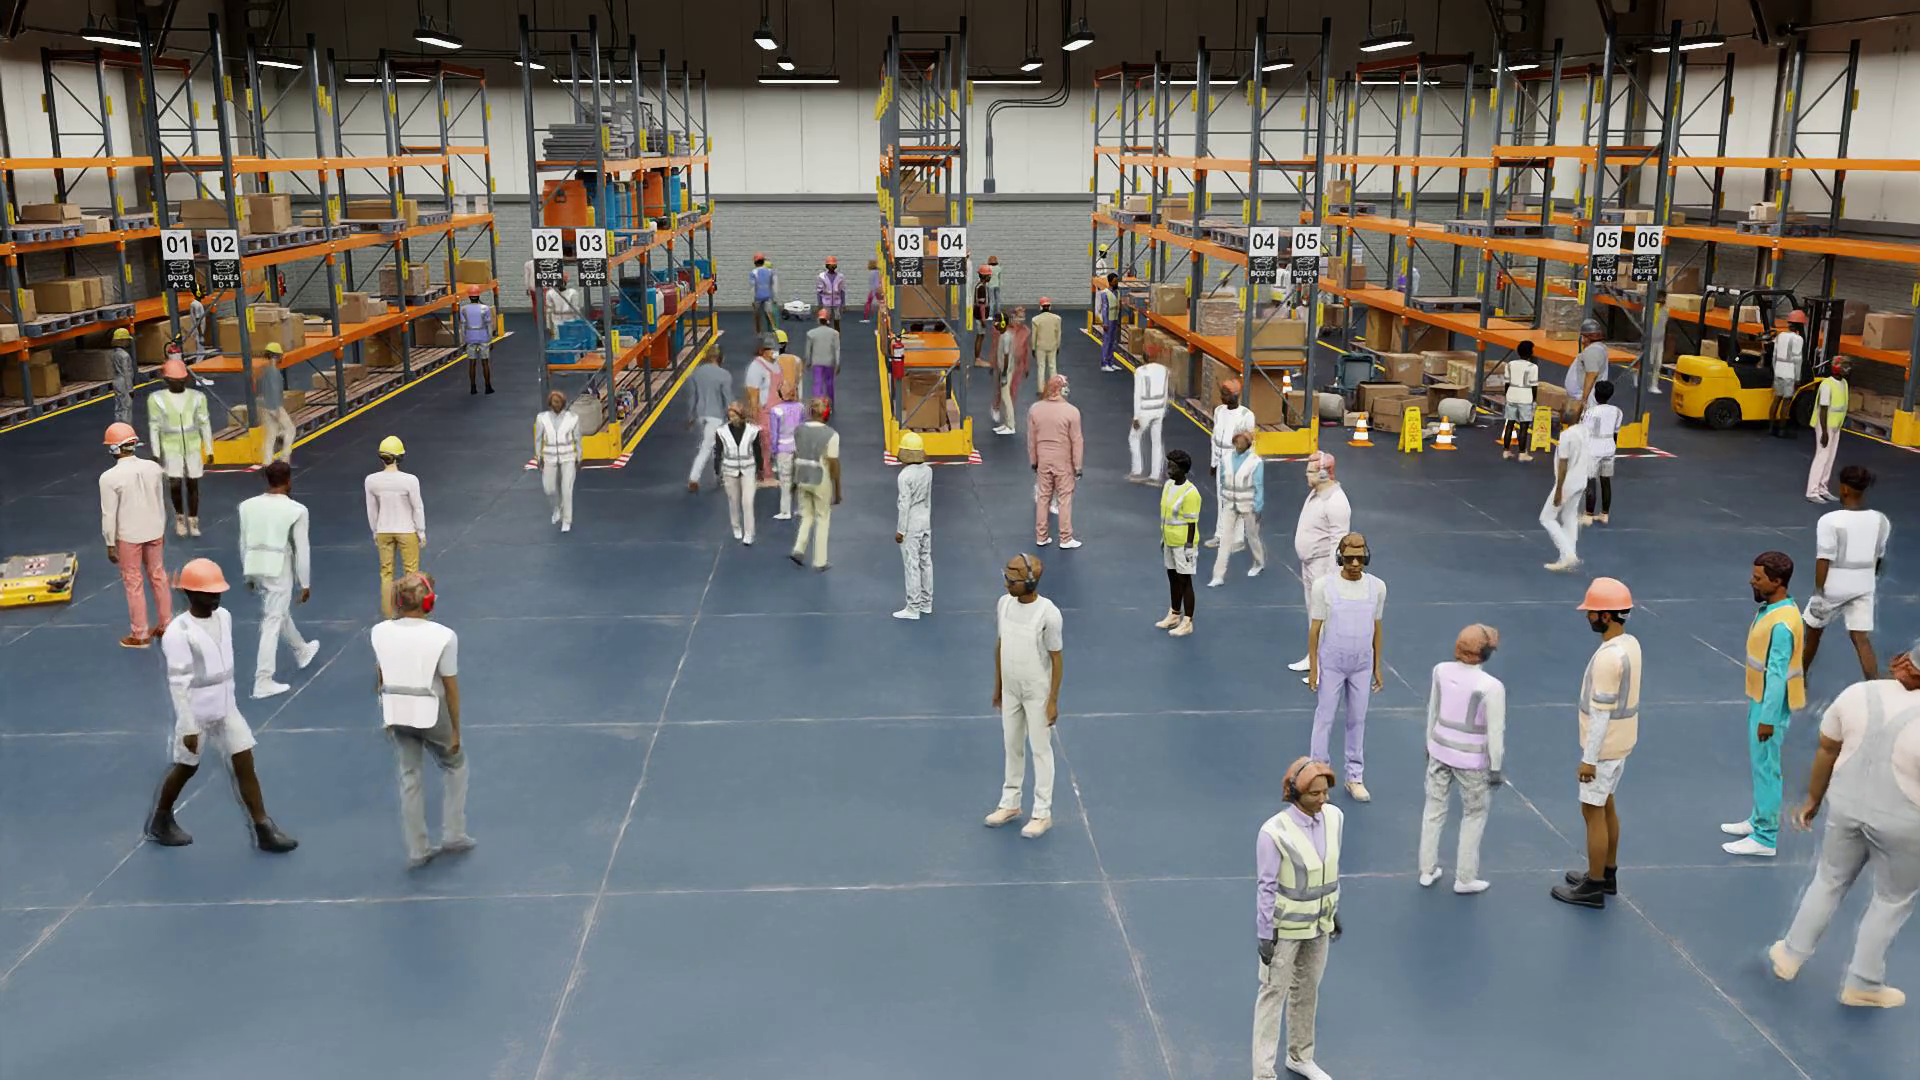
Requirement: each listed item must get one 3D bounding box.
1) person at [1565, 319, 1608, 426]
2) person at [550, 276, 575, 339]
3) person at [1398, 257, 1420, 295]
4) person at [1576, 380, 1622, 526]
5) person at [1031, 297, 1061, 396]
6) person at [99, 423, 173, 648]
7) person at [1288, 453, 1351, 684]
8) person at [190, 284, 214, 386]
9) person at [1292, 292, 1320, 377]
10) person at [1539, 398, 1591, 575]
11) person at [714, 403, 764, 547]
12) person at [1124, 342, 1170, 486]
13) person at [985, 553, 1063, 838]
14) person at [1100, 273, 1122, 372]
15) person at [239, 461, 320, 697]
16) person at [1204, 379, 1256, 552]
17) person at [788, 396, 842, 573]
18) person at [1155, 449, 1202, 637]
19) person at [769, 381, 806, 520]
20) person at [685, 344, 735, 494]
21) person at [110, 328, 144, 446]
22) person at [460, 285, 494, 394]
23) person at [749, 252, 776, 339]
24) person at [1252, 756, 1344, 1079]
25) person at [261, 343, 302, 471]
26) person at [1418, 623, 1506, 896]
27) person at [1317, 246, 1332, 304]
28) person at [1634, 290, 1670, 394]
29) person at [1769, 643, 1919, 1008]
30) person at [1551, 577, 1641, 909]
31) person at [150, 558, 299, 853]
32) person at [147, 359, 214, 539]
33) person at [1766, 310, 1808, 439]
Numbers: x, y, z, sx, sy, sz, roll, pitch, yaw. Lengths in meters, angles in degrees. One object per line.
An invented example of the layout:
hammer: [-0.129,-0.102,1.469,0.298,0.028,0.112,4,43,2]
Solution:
person: [8.585,-2.026,22.849,0.536,2.000,0.673,8,15,30]
person: [-8.022,-4.451,33.639,0.591,1.790,0.955,0,13,0]
person: [10.423,-5.682,38.796,0.429,1.837,0.629,-5,14,-22]
person: [7.388,-1.004,19.258,0.541,1.696,0.315,-6,15,-24]
person: [1.513,-3.429,29.456,0.553,1.734,0.382,-3,14,-11]
person: [-7.240,-0.044,14.586,0.406,1.986,0.604,7,15,26]
person: [2.932,0.226,13.602,0.401,1.904,0.646,-1,13,-5]
person: [-14.016,-3.782,30.679,0.331,1.862,0.507,-6,15,-25]
person: [6.589,-3.903,31.676,0.506,1.631,0.277,8,16,32]
person: [6.190,-0.541,17.001,0.546,1.832,0.402,-11,17,-39]
person: [-2.423,-0.731,18.317,0.544,1.592,0.884,-2,13,-7]
person: [2.399,-1.642,21.595,0.617,1.862,0.679,-9,16,-33]
person: [0.418,0.975,10.565,0.507,1.842,0.351,12,18,41]
person: [2.958,-4.283,32.676,0.392,1.919,0.592,8,15,30]
person: [-5.555,0.279,13.582,0.603,1.809,1.135,3,14,13]
person: [2.939,-0.809,18.036,0.352,1.881,0.576,-9,16,-34]
person: [-1.497,-0.566,17.139,0.634,1.821,0.449,8,16,31]
person: [1.967,0.019,14.942,0.319,1.694,0.532,-5,14,-21]
person: [-2.020,-1.050,19.571,0.515,1.641,0.314,-12,18,-40]
person: [-3.209,-1.546,21.184,0.650,1.889,1.050,9,16,33]
person: [-12.244,-2.237,24.407,0.483,1.735,0.343,12,18,41]
person: [-8.571,-3.557,29.546,0.550,1.942,0.346,-2,13,-7]
person: [-4.434,-5.516,37.737,0.641,2.011,0.872,-7,15,-29]
person: [1.551,1.773,7.621,0.525,1.636,0.307,-9,16,-35]
person: [-9.199,-1.788,22.469,0.595,1.734,0.552,-9,16,-34]
person: [2.937,1.283,9.721,0.353,1.617,0.525,-9,16,-32]
person: [9.429,-6.689,43.043,0.587,1.837,0.404,0,13,0]
person: [12.417,-3.556,29.738,0.517,1.855,0.516,-4,14,-17]
person: [4.692,1.371,8.458,0.571,2.000,0.803,-7,15,-28]
person: [3.691,1.162,9.603,0.387,1.924,0.549,9,16,33]
person: [-4.673,1.025,10.265,1.008,1.890,0.567,4,14,16]
person: [-8.652,-1.006,18.547,0.634,2.029,0.524,-9,16,-34]
person: [12.503,-2.502,25.089,0.373,1.934,0.551,-2,14,-10]
